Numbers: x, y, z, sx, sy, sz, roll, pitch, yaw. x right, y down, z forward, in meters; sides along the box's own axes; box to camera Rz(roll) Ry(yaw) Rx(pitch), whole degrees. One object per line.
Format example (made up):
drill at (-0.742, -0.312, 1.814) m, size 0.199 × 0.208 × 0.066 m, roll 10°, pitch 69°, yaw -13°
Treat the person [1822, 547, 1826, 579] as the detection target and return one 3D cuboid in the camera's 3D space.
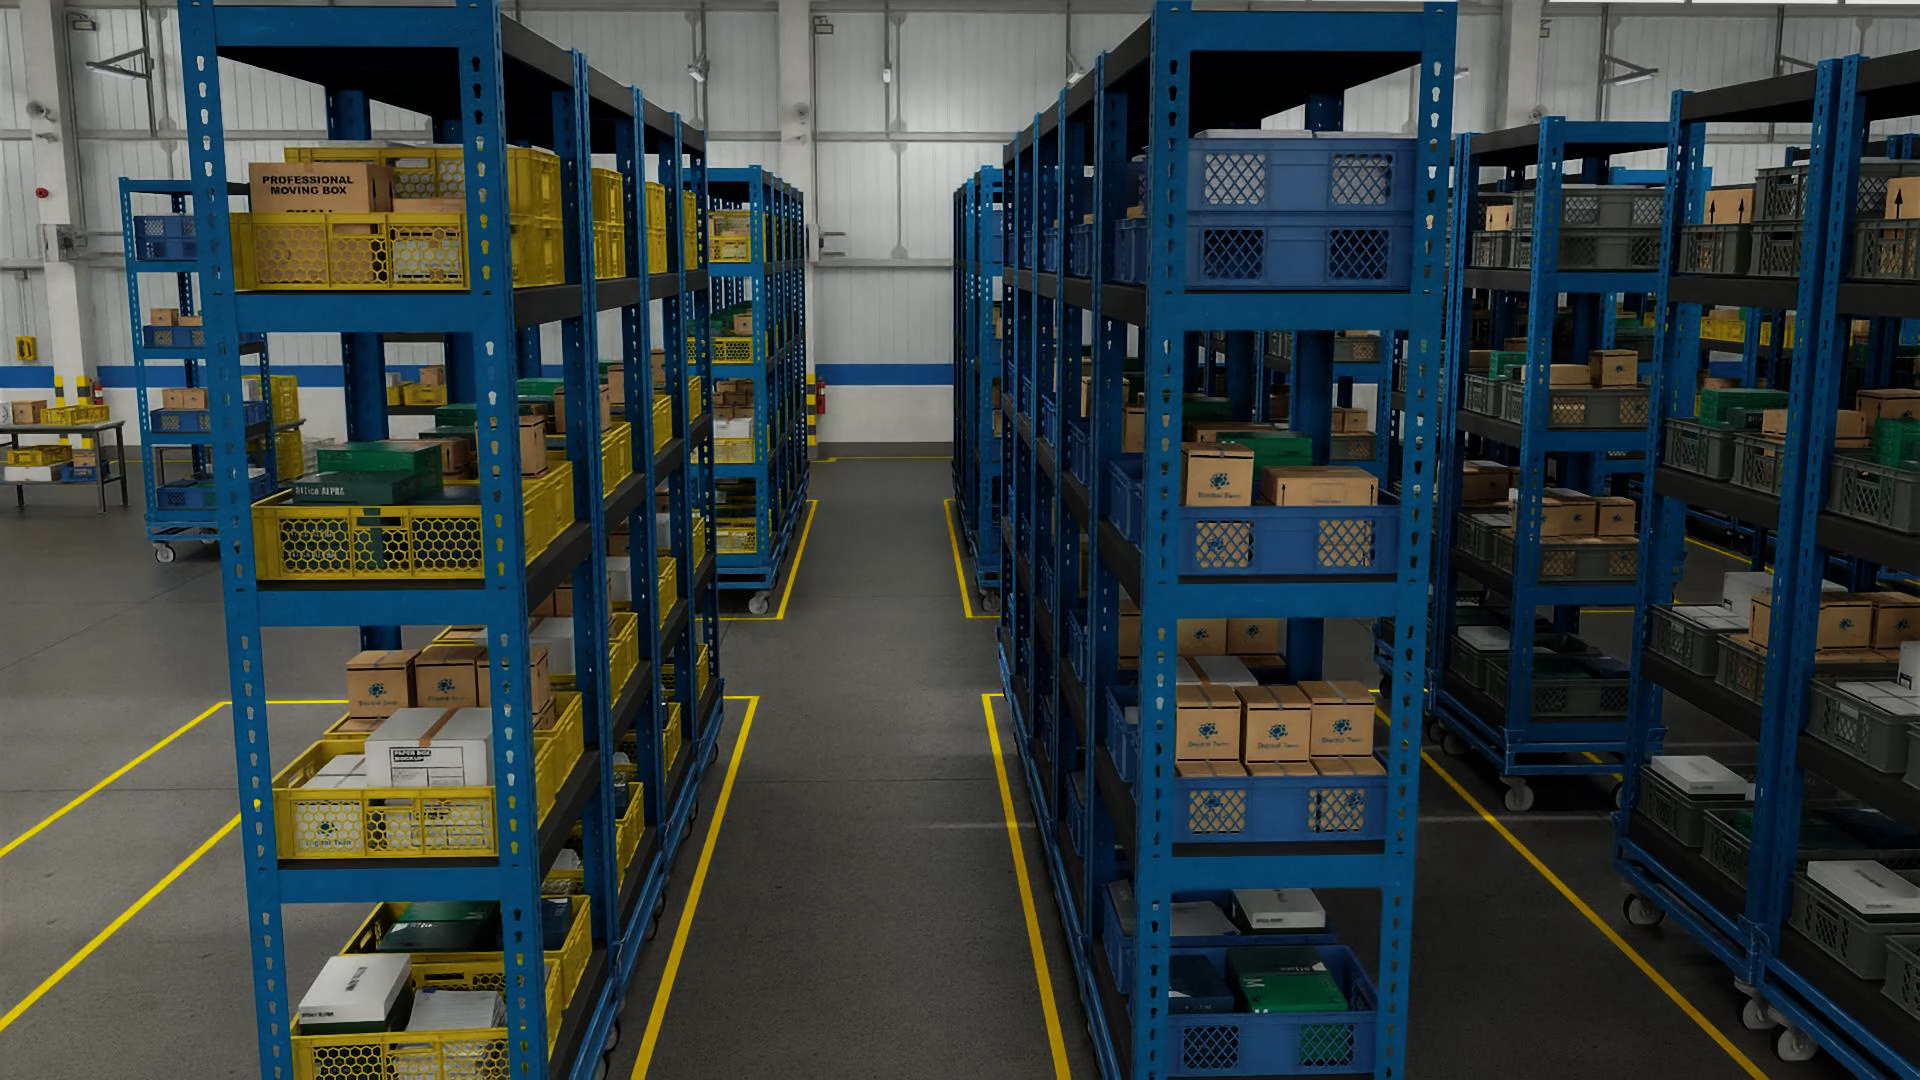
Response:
person at (6.326, -0.214, 12.393) m, size 0.373 × 2.043 × 0.615 m, roll 3°, pitch 10°, yaw 18°
